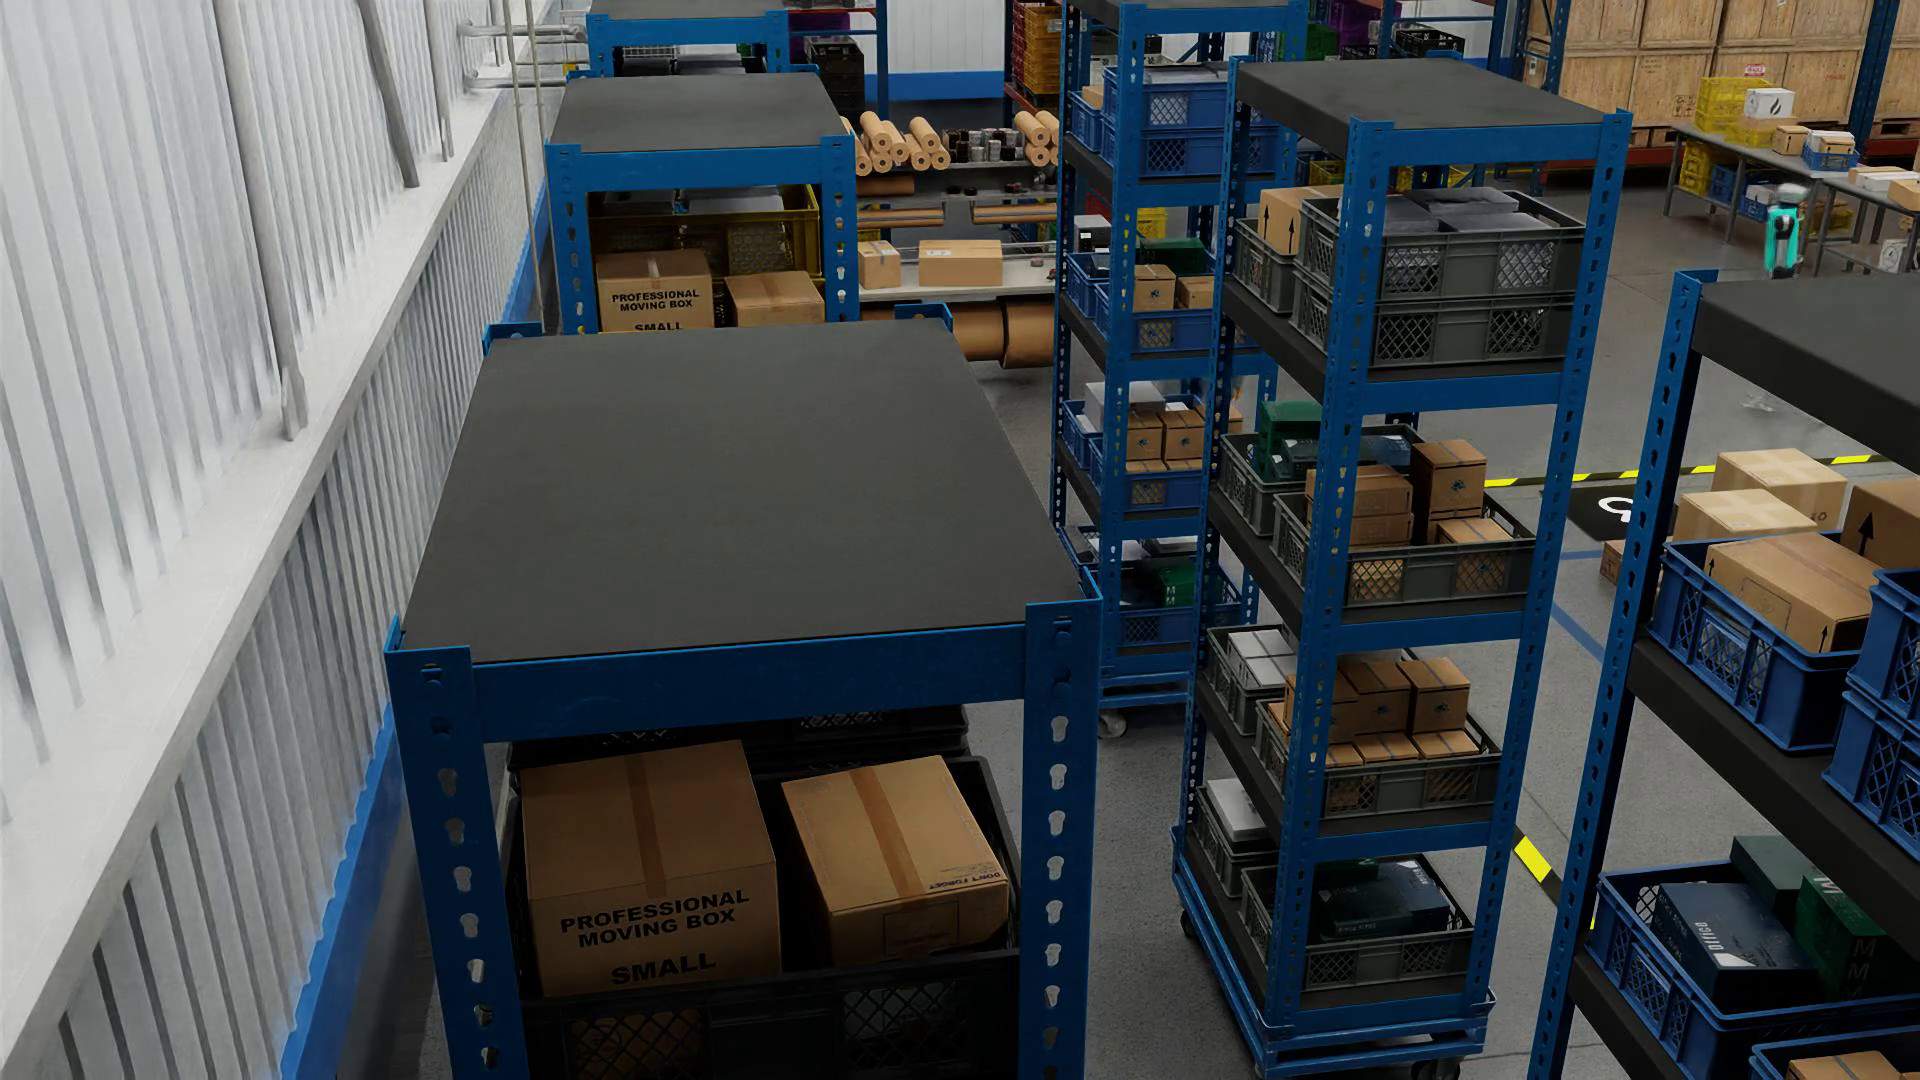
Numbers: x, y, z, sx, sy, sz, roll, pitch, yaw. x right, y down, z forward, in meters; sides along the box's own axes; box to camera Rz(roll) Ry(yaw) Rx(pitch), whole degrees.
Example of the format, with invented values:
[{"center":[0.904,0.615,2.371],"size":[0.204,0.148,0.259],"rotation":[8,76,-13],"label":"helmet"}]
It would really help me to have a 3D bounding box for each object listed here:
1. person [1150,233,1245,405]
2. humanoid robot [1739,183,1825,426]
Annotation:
[{"center":[1.529,-1.065,10.762],"size":[0.651,1.824,0.554],"rotation":[4,25,8],"label":"person"},{"center":[6.284,-1.702,12.306],"size":[0.859,1.816,0.532],"rotation":[10,26,20],"label":"humanoid robot"}]
